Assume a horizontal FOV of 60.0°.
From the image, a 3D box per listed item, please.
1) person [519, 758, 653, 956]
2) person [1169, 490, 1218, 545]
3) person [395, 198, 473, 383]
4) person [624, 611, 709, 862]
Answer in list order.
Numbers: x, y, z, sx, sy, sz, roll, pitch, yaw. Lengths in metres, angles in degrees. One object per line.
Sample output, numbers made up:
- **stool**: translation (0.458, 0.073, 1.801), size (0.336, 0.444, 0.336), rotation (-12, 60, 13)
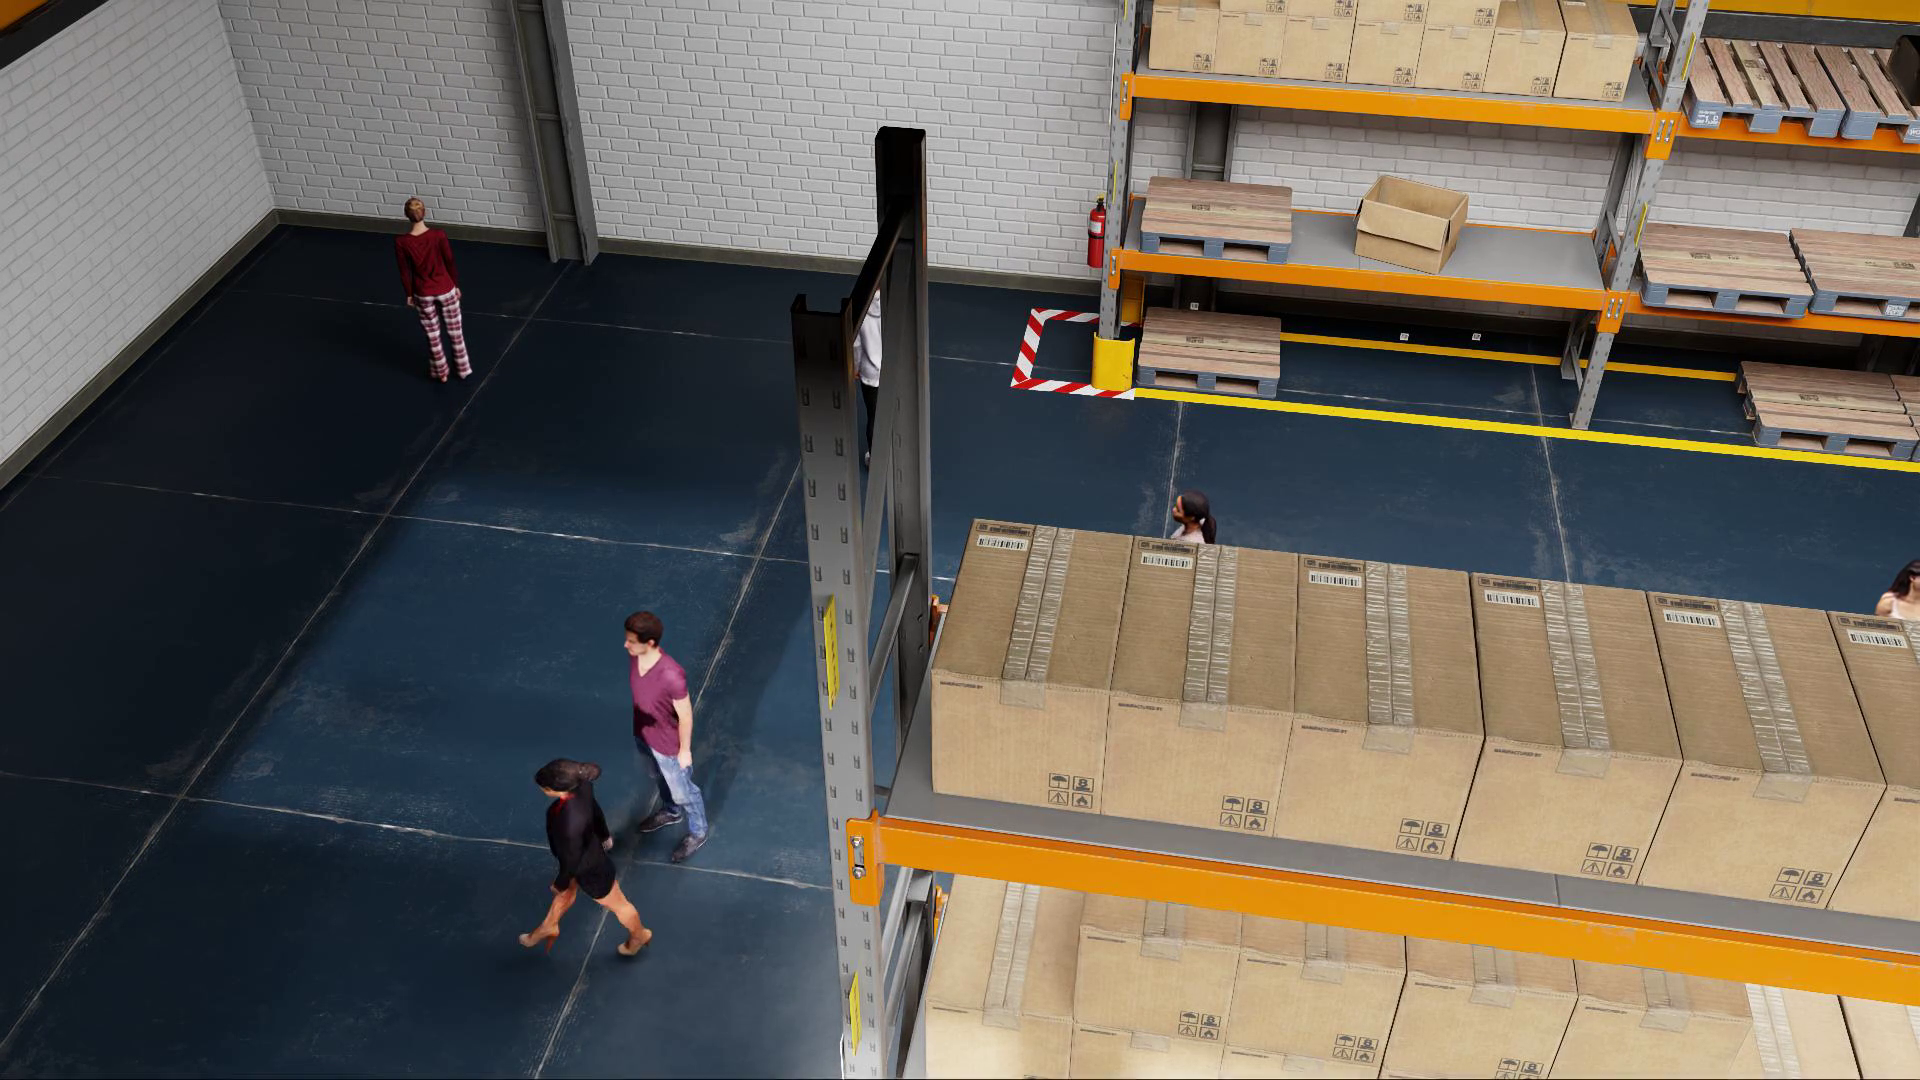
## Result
- **person**: translation (-1.968, 1.794, 9.192), size (1.054, 1.608, 0.796), rotation (-6, 39, -8)
- **person**: translation (1.562, 0.402, 10.837), size (0.798, 1.730, 0.669), rotation (13, 40, 15)
- **person**: translation (-4.432, -2.113, 14.010), size (0.592, 1.700, 0.732), rotation (-10, 40, -13)
- **person**: translation (-1.752, 1.132, 9.827), size (0.793, 1.851, 0.691), rotation (-31, 48, -32)
